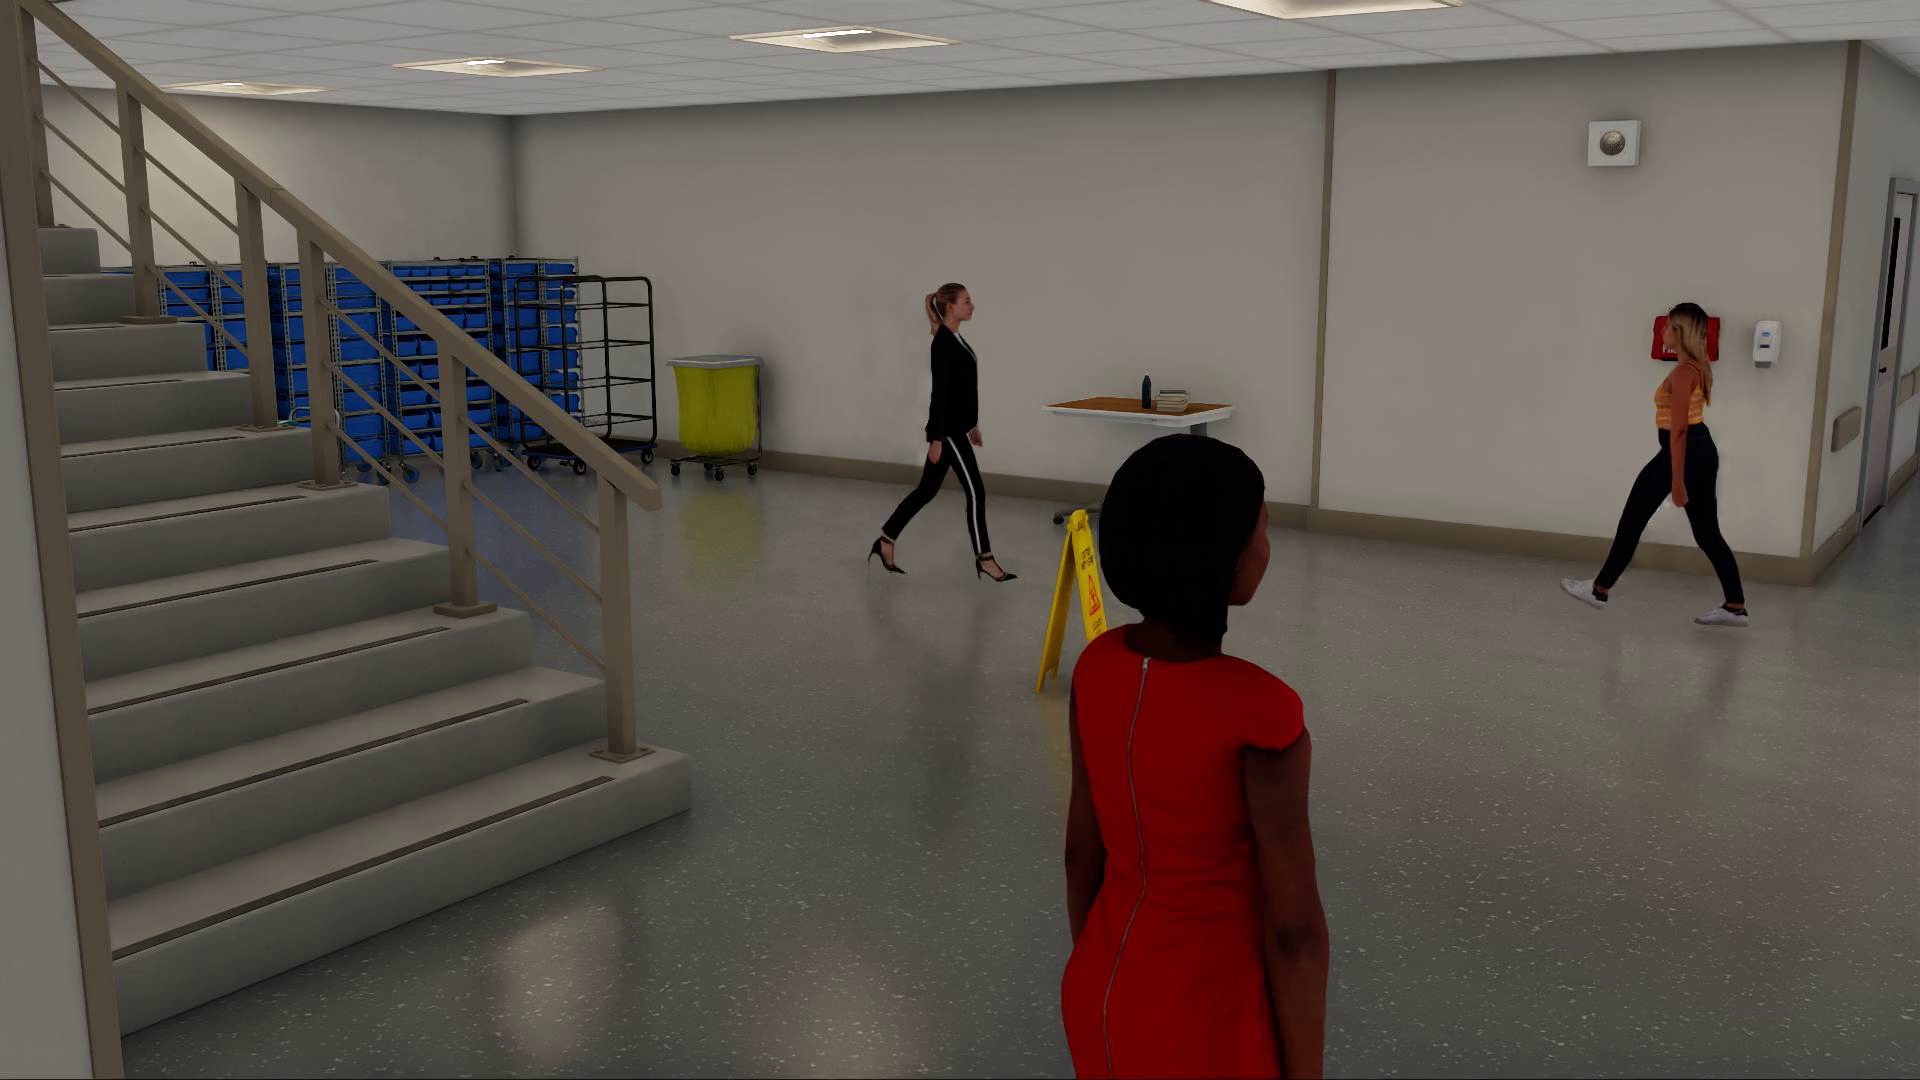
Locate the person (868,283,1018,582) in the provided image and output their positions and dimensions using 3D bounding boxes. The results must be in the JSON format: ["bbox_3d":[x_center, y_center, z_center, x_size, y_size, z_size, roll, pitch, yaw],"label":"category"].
[{"bbox_3d":[-0.152,-0.560,9.291,1.174,1.663,0.992,1,11,3],"label":"person"}]

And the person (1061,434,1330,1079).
[{"bbox_3d":[0.295,0.720,2.330,0.684,1.743,0.525,-9,14,-40],"label":"person"}]

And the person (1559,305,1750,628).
[{"bbox_3d":[3.663,-0.318,8.235,1.163,1.582,0.662,9,14,40],"label":"person"}]
